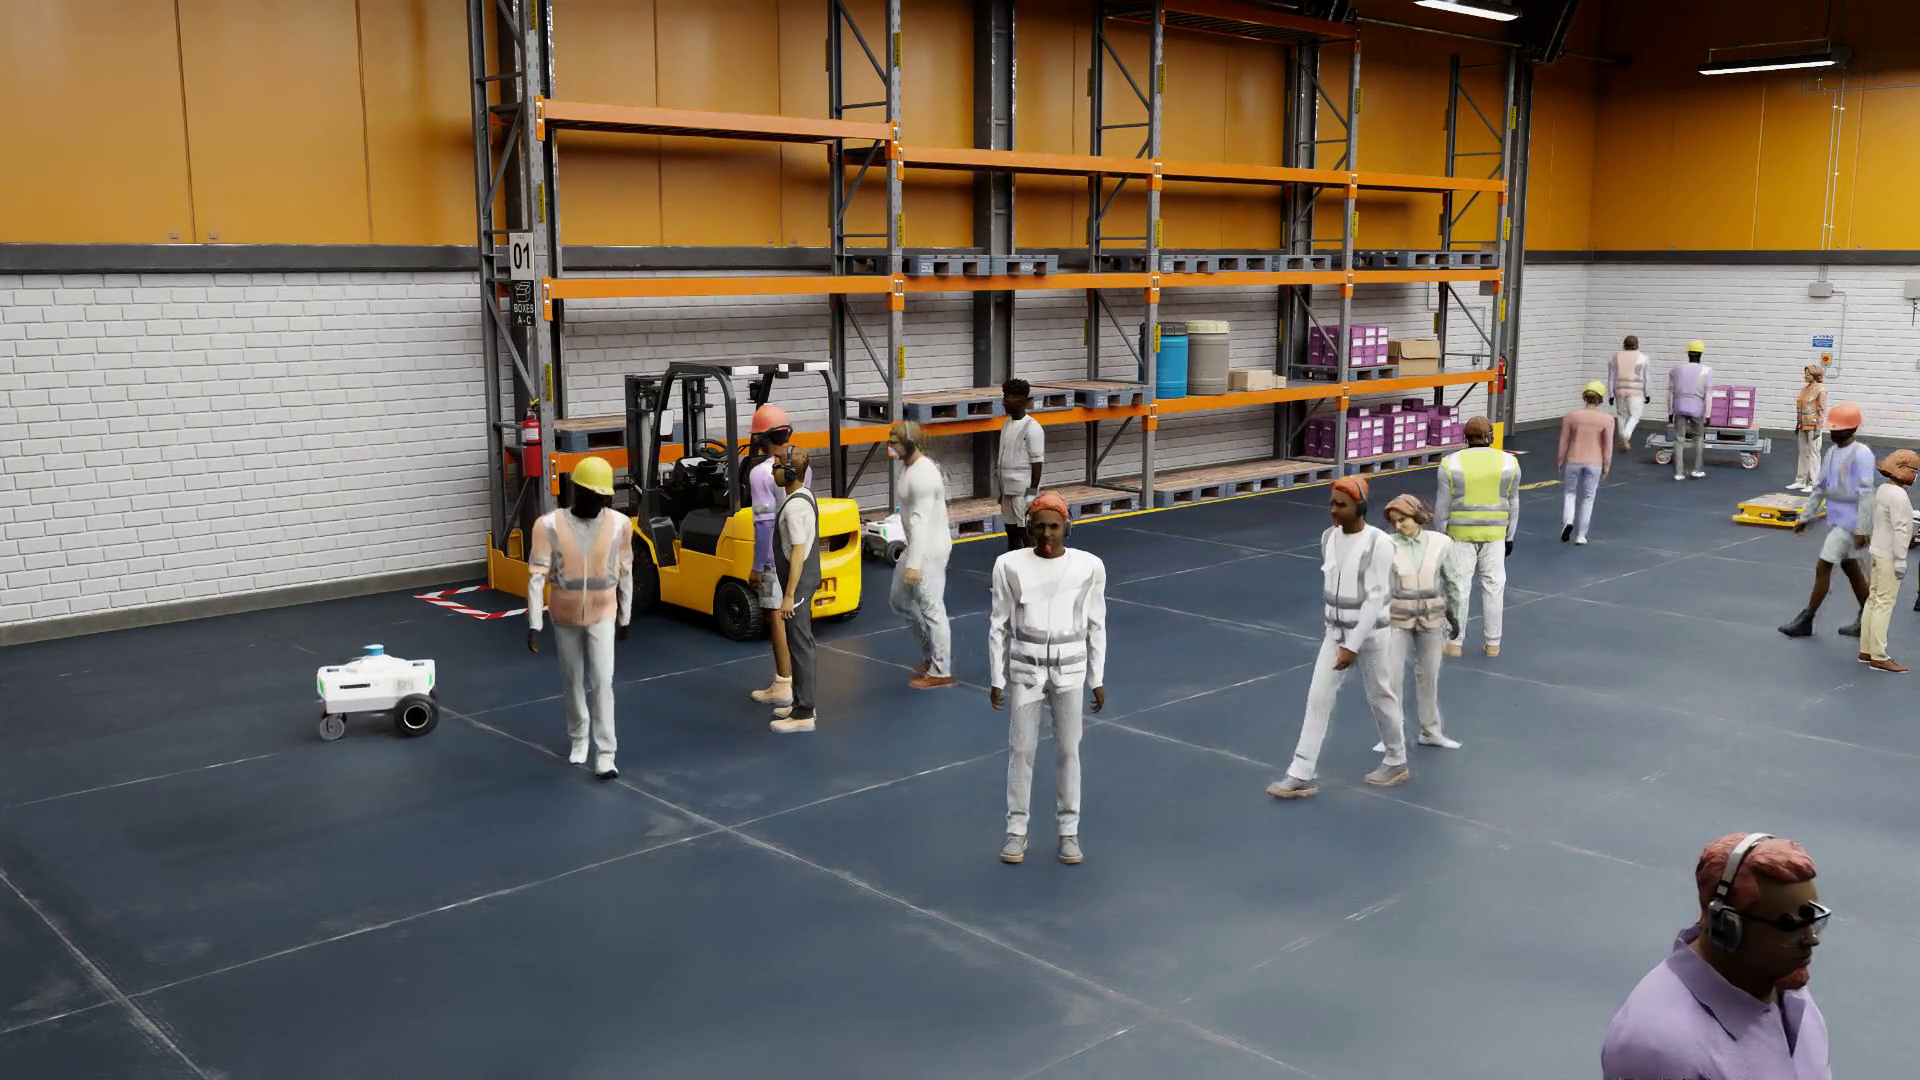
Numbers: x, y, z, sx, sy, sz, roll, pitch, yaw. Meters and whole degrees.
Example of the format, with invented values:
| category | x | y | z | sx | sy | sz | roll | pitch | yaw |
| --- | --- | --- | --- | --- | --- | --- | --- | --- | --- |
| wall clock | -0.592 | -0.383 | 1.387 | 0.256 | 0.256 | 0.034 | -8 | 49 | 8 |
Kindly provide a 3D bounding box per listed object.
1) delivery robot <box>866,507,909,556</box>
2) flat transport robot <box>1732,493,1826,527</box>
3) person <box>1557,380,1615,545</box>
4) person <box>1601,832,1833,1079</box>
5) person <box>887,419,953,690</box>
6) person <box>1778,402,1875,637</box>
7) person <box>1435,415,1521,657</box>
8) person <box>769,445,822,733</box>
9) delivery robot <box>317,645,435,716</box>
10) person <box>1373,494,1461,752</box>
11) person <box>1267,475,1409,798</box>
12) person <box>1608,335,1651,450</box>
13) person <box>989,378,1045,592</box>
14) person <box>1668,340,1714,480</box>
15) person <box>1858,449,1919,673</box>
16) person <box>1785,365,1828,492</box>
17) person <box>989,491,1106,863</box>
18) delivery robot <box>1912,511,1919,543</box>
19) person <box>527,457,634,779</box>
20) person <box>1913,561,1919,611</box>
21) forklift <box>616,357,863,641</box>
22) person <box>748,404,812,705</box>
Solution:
| category | x | y | z | sx | sy | sz | roll | pitch | yaw |
| --- | --- | --- | --- | --- | --- | --- | --- | --- | --- |
| delivery robot | -0.575 | -0.090 | 16.473 | 0.707 | 0.478 | 0.477 | -8 | 13 | -40 |
| flat transport robot | 9.473 | -0.352 | 19.115 | 0.652 | 0.197 | 1.431 | 9 | 13 | 43 |
| person | 6.534 | -0.798 | 17.398 | 0.541 | 1.742 | 0.453 | 5 | 11 | 27 |
| person | 1.562 | 1.513 | 3.411 | 0.648 | 1.907 | 0.401 | -9 | 13 | -41 |
| person | -0.268 | 0.110 | 11.603 | 0.461 | 1.914 | 0.643 | -2 | 10 | -12 |
| person | 6.983 | -0.144 | 13.138 | 0.805 | 1.888 | 0.634 | 2 | 10 | 11 |
| person | 3.901 | -0.023 | 12.610 | 0.621 | 1.840 | 0.430 | 1 | 10 | 5 |
| person | -1.063 | 0.308 | 10.651 | 0.345 | 1.846 | 0.508 | 0 | 10 | 0 |
| delivery robot | -3.720 | 0.912 | 10.608 | 0.707 | 0.478 | 0.477 | -3 | 10 | -17 |
| person | 2.800 | 0.515 | 10.112 | 0.641 | 1.613 | 0.335 | 0 | 10 | 1 |
| person | 2.210 | 0.542 | 9.345 | 0.969 | 1.831 | 0.556 | -6 | 12 | -33 |
| person | 10.362 | -2.271 | 25.817 | 0.631 | 1.822 | 0.737 | 8 | 13 | 39 |
| person | 0.514 | -0.458 | 14.779 | 0.363 | 1.965 | 0.636 | -5 | 11 | -28 |
| person | 9.954 | -1.766 | 22.620 | 0.607 | 1.904 | 0.732 | 8 | 12 | 38 |
| person | 6.847 | 0.142 | 12.235 | 0.279 | 1.633 | 0.498 | 2 | 10 | 13 |
| person | 10.958 | -1.436 | 21.451 | 0.311 | 1.642 | 0.513 | -1 | 10 | -4 |
| person | 0.436 | 0.687 | 8.313 | 0.584 | 1.883 | 0.337 | 0 | 10 | 3 |
| delivery robot | 10.133 | -0.192 | 17.076 | 0.707 | 0.478 | 0.477 | -2 | 10 | -13 |
| person | -2.184 | 0.460 | 9.654 | 0.627 | 1.869 | 0.972 | -3 | 10 | -16 |
| person | 8.386 | -0.318 | 14.043 | 0.375 | 1.935 | 0.550 | -2 | 10 | -11 |
| forklift | -1.847 | -0.414 | 13.852 | 1.214 | 2.155 | 2.313 | -9 | 13 | -42 |
| person | -1.251 | 0.100 | 11.295 | 0.393 | 2.040 | 0.611 | 5 | 11 | 27 |
